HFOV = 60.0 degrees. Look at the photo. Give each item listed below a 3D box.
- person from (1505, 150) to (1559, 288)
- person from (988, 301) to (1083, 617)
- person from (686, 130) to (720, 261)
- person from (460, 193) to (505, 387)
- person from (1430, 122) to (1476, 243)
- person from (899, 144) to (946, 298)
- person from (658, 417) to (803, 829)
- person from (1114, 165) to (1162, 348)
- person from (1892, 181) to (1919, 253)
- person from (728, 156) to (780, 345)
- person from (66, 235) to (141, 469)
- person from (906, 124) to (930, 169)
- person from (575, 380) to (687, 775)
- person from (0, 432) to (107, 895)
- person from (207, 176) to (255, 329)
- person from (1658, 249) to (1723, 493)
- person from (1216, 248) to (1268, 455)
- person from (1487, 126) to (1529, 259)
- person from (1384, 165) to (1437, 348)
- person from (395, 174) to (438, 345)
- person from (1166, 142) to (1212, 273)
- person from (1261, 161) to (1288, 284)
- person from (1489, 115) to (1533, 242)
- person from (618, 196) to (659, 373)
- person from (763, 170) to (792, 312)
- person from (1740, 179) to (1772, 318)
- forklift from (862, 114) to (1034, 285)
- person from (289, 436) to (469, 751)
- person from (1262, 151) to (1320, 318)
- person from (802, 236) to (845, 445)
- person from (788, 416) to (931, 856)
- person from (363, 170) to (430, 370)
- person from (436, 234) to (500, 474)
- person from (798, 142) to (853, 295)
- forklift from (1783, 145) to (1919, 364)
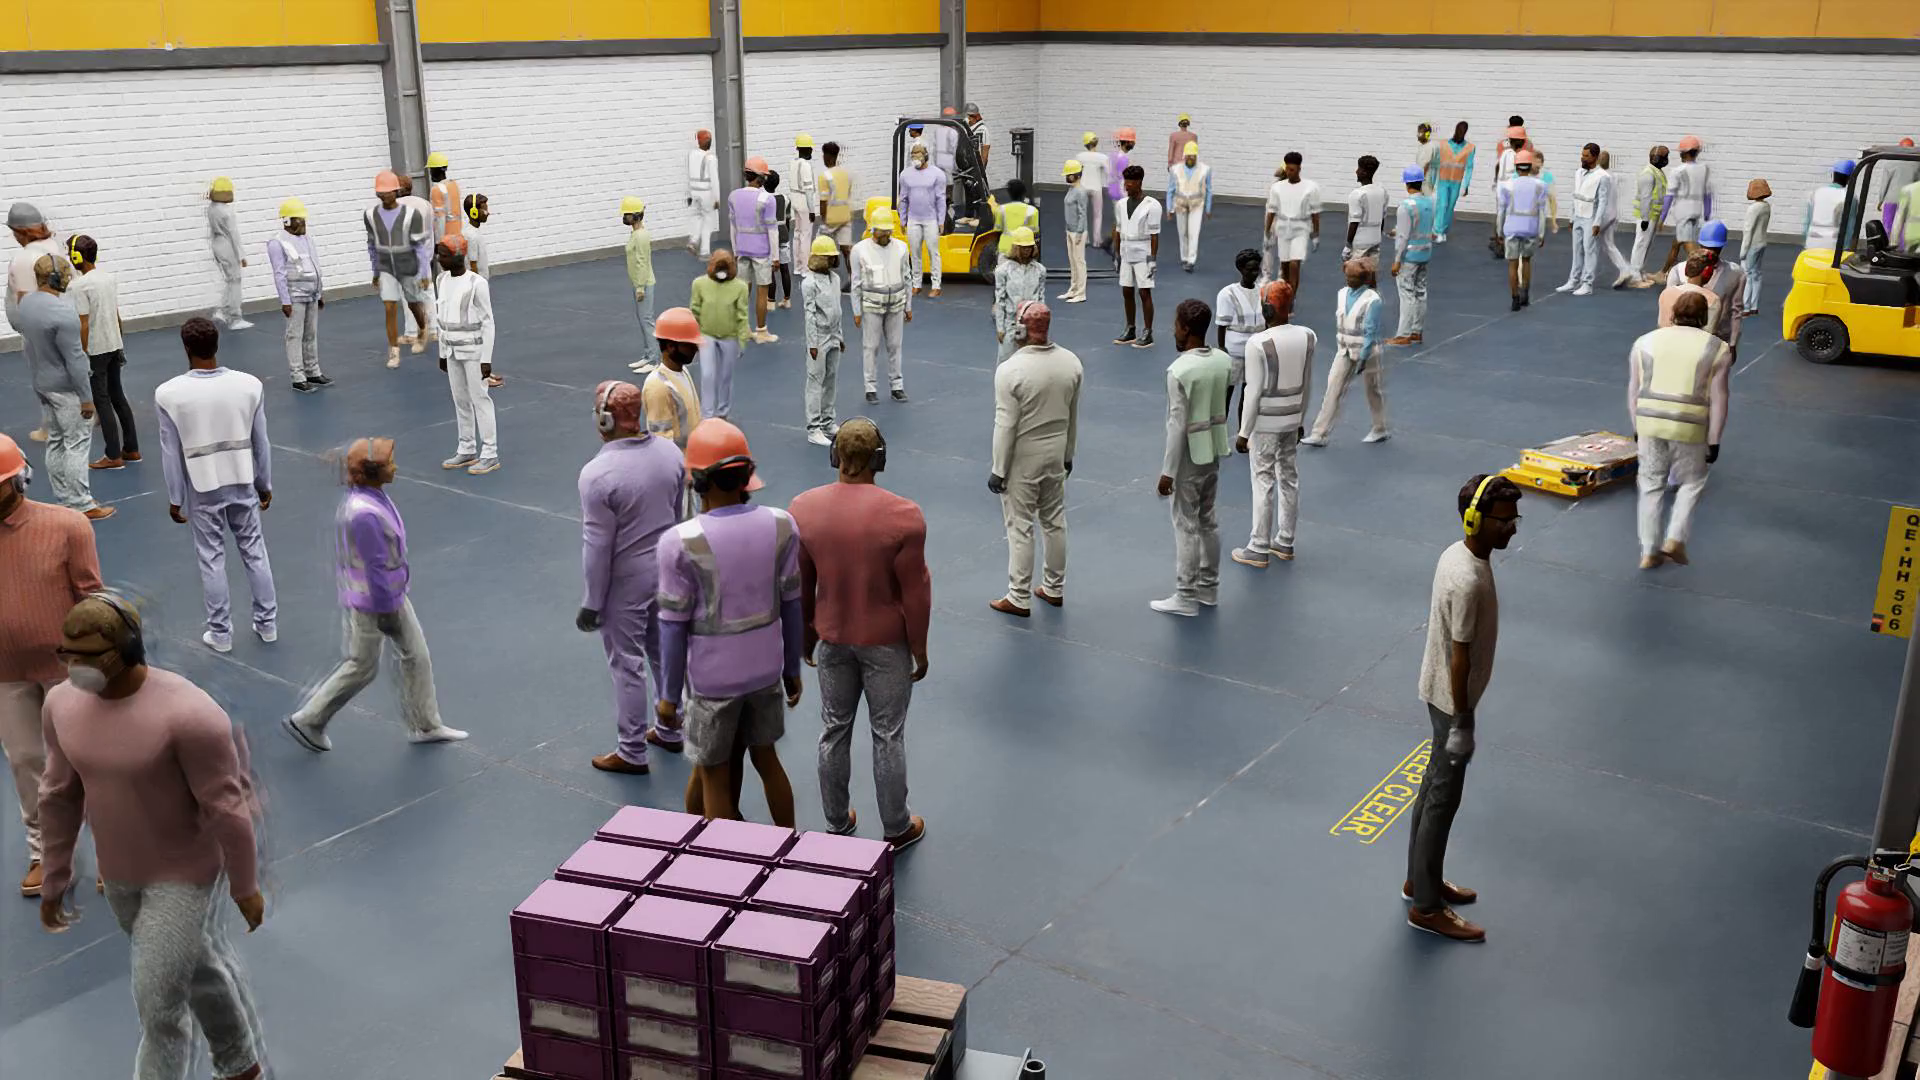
[{"bbox_3d":[7.432,-4.148,21.631,0.604,1.782,0.968,0,18,0],"label":"person"},{"bbox_3d":[0.424,-0.487,9.998,0.652,1.905,0.409,-14,22,-37],"label":"person"},{"bbox_3d":[-3.716,-5.006,24.183,0.617,1.869,0.418,14,23,38],"label":"person"},{"bbox_3d":[-4.649,-2.404,16.087,0.324,1.854,0.510,-6,19,-18],"label":"person"},{"bbox_3d":[7.683,-5.579,25.984,0.628,1.866,0.851,4,18,11],"label":"person"},{"bbox_3d":[-0.482,-4.043,21.097,0.634,1.928,0.384,6,19,18],"label":"person"},{"bbox_3d":[-0.928,0.515,6.667,0.611,2.031,0.420,-15,23,-38],"label":"person"},{"bbox_3d":[1.898,-3.066,18.000,0.388,1.951,0.615,-16,23,-40],"label":"person"},{"bbox_3d":[11.177,-3.498,19.309,1.097,1.989,0.621,-10,20,-28],"label":"person"},{"bbox_3d":[-2.218,-3.147,18.120,0.613,2.033,0.411,10,20,28],"label":"person"},{"bbox_3d":[-6.839,-1.487,13.218,0.342,1.854,0.525,2,18,5],"label":"person"},{"bbox_3d":[-0.659,-5.562,25.805,0.393,1.947,0.607,5,18,15],"label":"person"},{"bbox_3d":[-1.580,0.182,7.916,0.400,1.904,0.663,10,20,29],"label":"person"},{"bbox_3d":[-3.767,0.507,6.769,0.630,1.980,0.410,-3,18,-11],"label":"person"},{"bbox_3d":[-8.315,-3.268,18.967,0.515,1.730,0.346,14,22,37],"label":"person"},{"bbox_3d":[5.455,-1.274,12.576,0.394,1.836,0.560,-6,19,-19],"label":"person"},{"bbox_3d":[2.322,-1.542,13.634,0.539,1.695,0.318,-9,20,-25],"label":"person"},{"bbox_3d":[8.023,-5.044,24.219,0.402,1.923,0.572,3,18,8],"label":"person"},{"bbox_3d":[4.875,-3.060,17.983,0.605,1.944,0.402,-16,24,-40],"label":"person"},{"bbox_3d":[-6.007,-3.058,18.145,0.430,1.844,0.624,12,21,33],"label":"person"},{"bbox_3d":[3.193,-4.658,23.247,0.618,1.780,0.949,5,18,15],"label":"person"},{"bbox_3d":[4.214,-4.141,21.744,0.514,1.706,0.553,11,21,31],"label":"person"},{"bbox_3d":[8.600,-5.625,25.969,0.607,1.966,0.367,-4,18,-13],"label":"person"},{"bbox_3d":[-3.235,-2.566,16.745,0.331,1.760,0.515,-5,19,-17],"label":"person"},{"bbox_3d":[-2.259,-3.612,20.111,0.533,1.697,0.319,-17,24,-42],"label":"person"},{"bbox_3d":[9.414,-3.461,19.757,0.505,1.627,0.278,-16,24,-40],"label":"person"},{"bbox_3d":[-0.171,-4.594,22.377,2.313,2.155,1.214,1,18,3],"label":"forklift"},{"bbox_3d":[-2.901,0.284,8.081,0.776,1.607,0.508,-3,18,-8],"label":"person"},{"bbox_3d":[3.886,-3.604,19.693,0.650,1.930,0.838,11,21,31],"label":"person"},{"bbox_3d":[-1.127,-1.682,14.000,0.294,1.744,0.487,9,20,26],"label":"person"},{"bbox_3d":[-0.418,0.426,7.100,0.628,1.935,0.373,5,18,15],"label":"person"},{"bbox_3d":[-5.770,-2.826,17.196,0.617,2.005,1.004,-1,18,-2],"label":"person"},{"bbox_3d":[-3.894,-1.459,13.073,0.586,1.882,0.343,12,21,33],"label":"person"},{"bbox_3d":[-1.688,-4.116,21.317,0.949,1.921,0.636,15,23,39],"label":"person"},{"bbox_3d":[9.803,-2.879,17.013,2.313,2.155,1.214,12,21,33],"label":"forklift"}]
